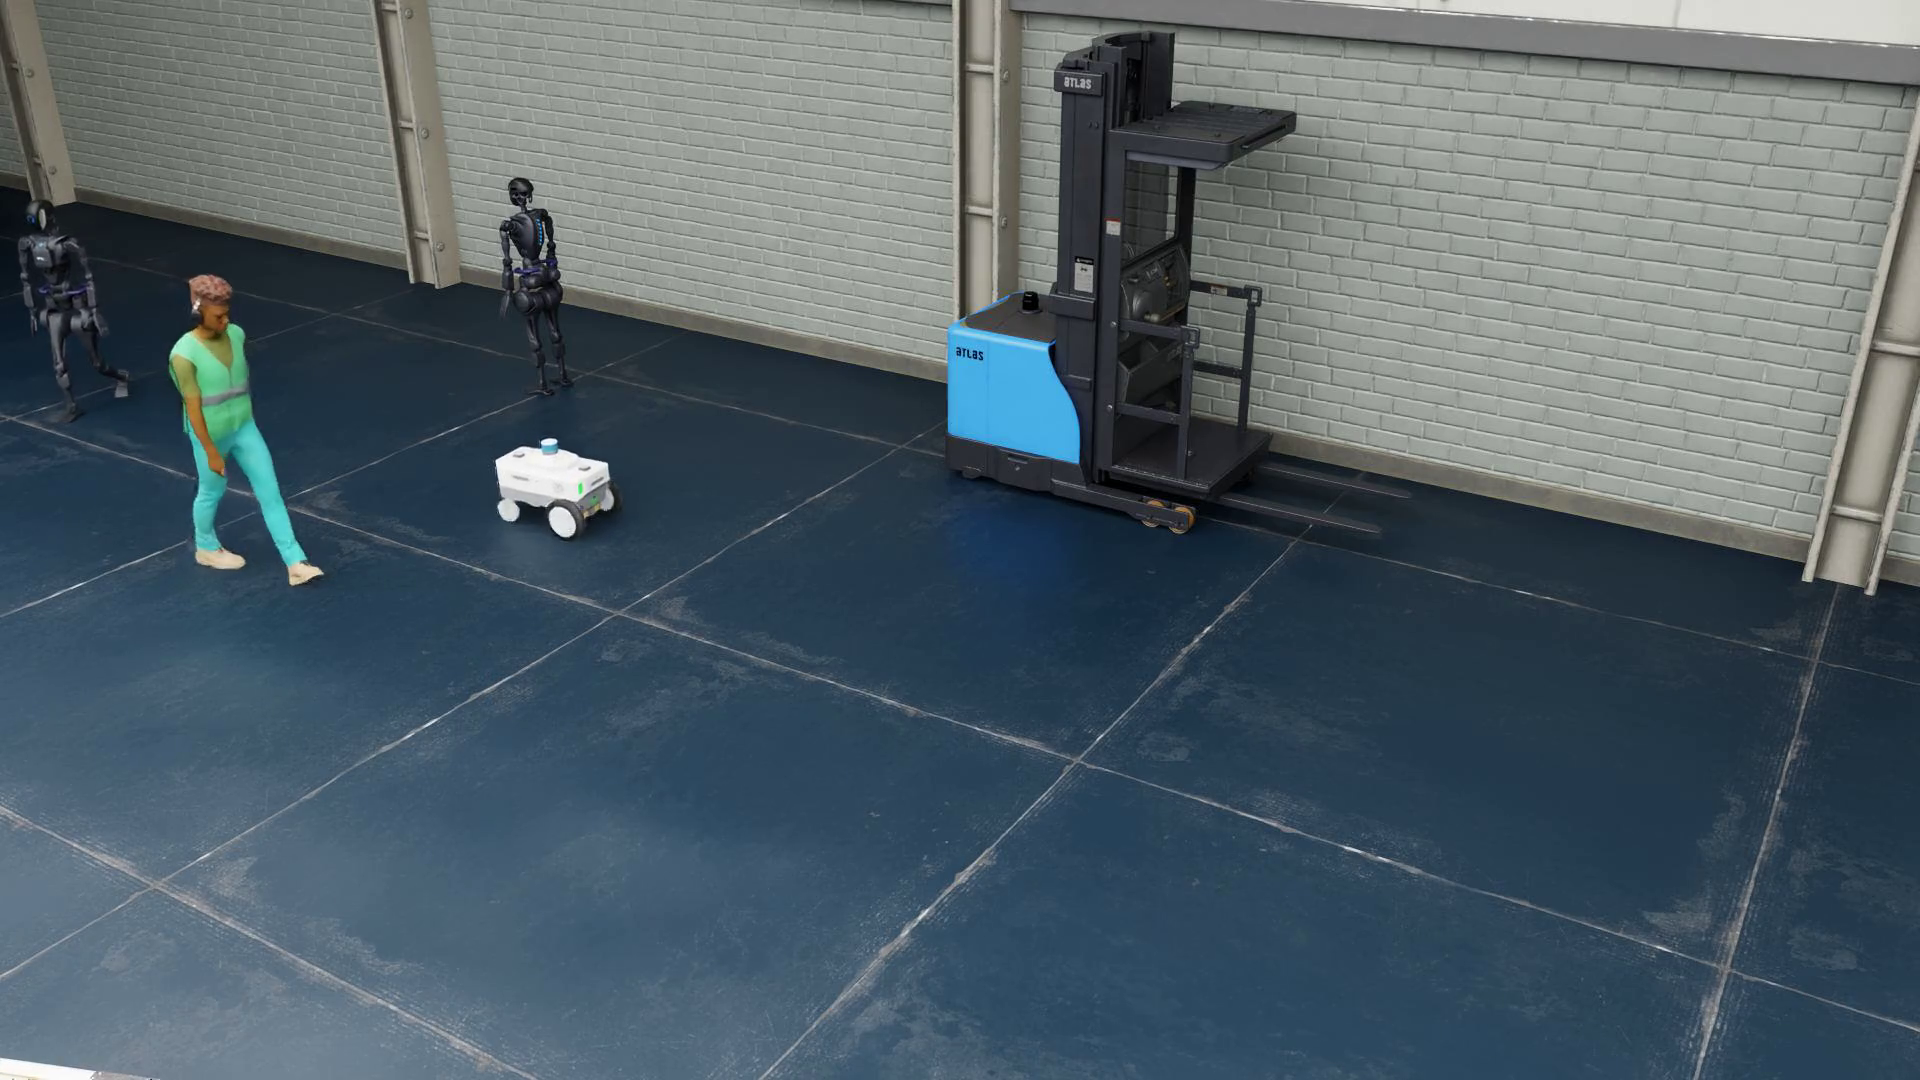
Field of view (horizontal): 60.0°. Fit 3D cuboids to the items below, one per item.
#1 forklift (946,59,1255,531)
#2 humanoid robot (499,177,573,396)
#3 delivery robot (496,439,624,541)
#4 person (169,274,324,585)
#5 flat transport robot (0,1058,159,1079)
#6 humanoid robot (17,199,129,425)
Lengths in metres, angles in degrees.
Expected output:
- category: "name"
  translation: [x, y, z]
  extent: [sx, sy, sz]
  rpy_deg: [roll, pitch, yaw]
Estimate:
- category: "forklift"
  translation: [0.933, -1.707, 10.833]
  extent: [1.873, 2.768, 1.129]
  rpy_deg: [15, 29, 28]
- category: "humanoid robot"
  translation: [-3.255, -1.935, 12.688]
  extent: [0.315, 1.657, 0.599]
  rpy_deg: [15, 29, 28]
- category: "delivery robot"
  translation: [-2.595, -0.352, 10.672]
  extent: [0.802, 0.598, 0.499]
  rpy_deg: [11, 28, 22]
- category: "person"
  translation: [-4.255, -0.637, 9.687]
  extent: [1.003, 1.922, 0.529]
  rpy_deg: [14, 29, 27]
- category: "flat transport robot"
  translation: [-3.249, 2.134, 5.744]
  extent: [1.431, 0.231, 0.659]
  rpy_deg: [4, 26, 9]
- category: "humanoid robot"
  translation: [-6.577, -1.731, 12.311]
  extent: [0.614, 1.637, 0.700]
  rpy_deg: [2, 25, 5]
